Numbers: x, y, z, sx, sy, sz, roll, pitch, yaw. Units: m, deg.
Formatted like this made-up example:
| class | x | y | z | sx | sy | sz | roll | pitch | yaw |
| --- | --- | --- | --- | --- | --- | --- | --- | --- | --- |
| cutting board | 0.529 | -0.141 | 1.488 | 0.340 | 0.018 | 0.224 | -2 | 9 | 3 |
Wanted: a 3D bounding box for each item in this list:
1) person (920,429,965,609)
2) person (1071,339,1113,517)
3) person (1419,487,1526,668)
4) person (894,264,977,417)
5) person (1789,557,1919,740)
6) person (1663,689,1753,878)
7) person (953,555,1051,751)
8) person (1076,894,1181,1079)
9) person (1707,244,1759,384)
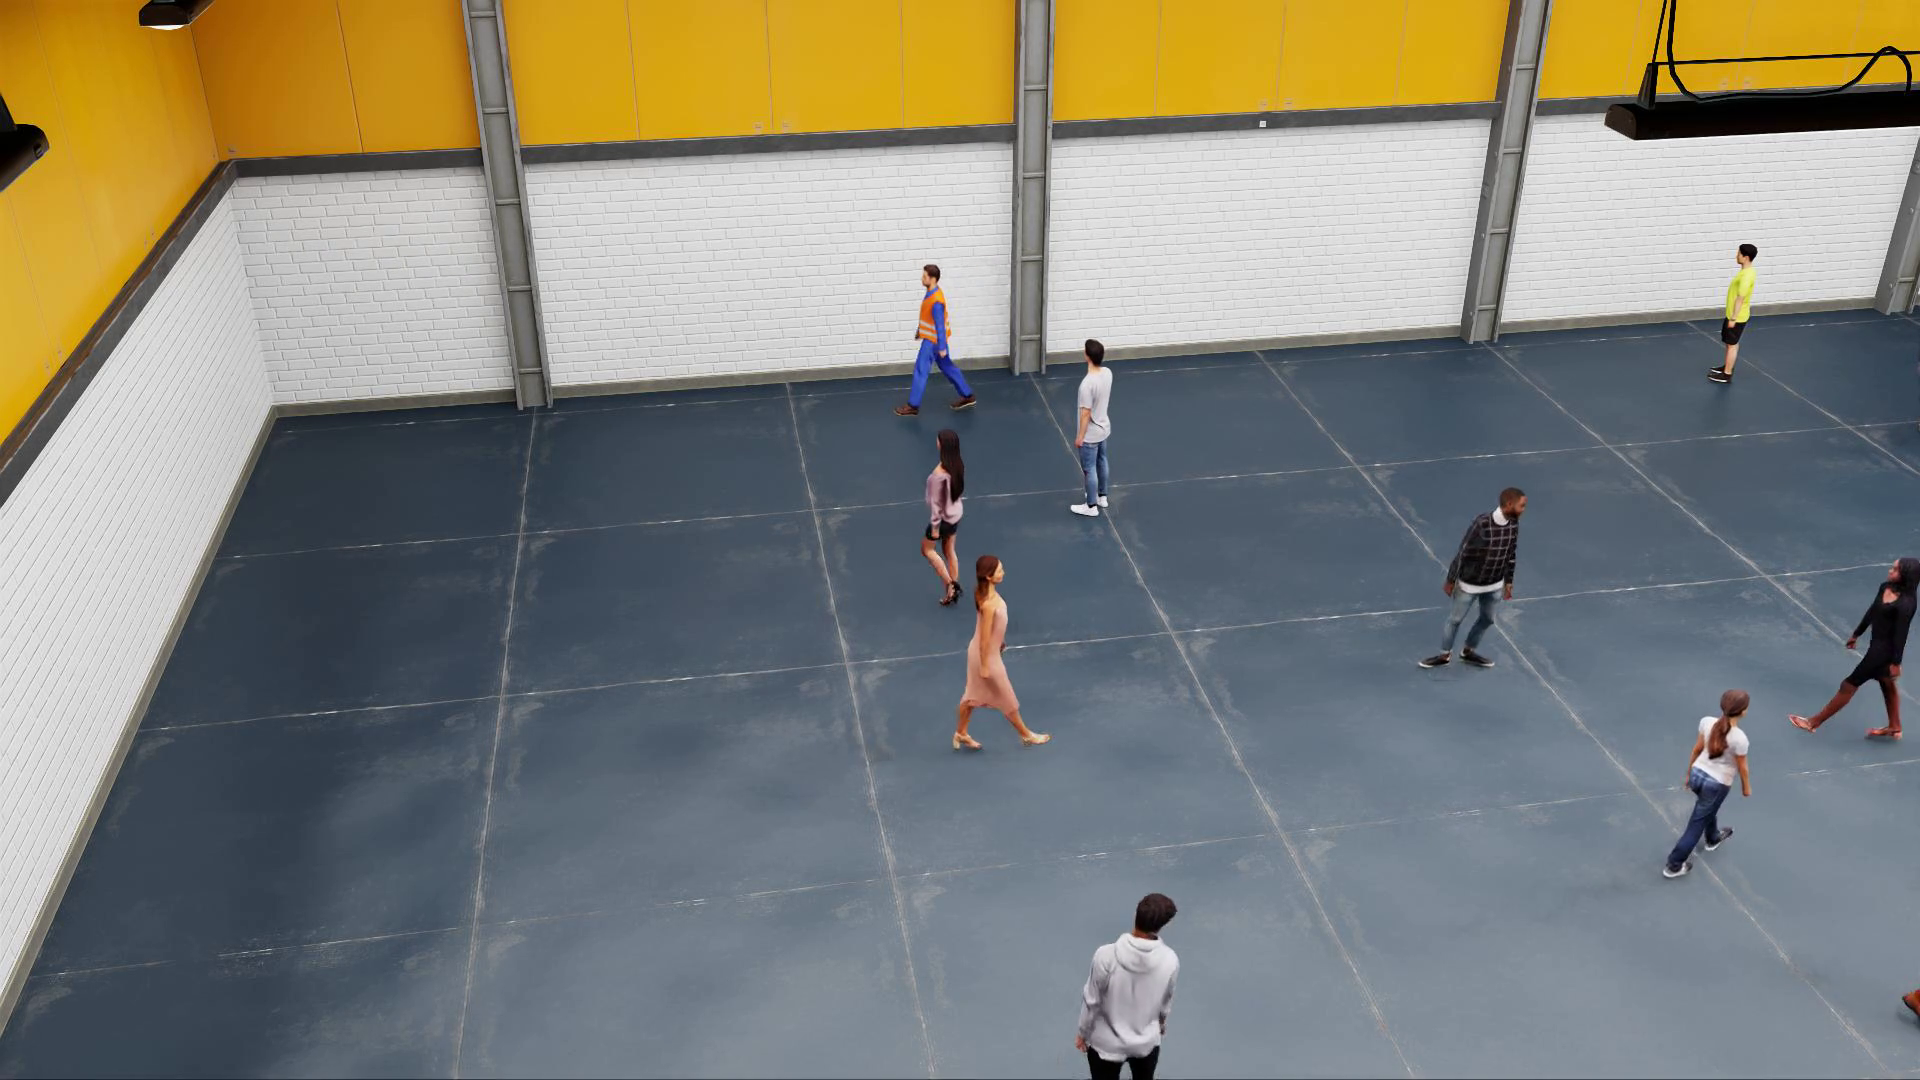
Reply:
| class | x | y | z | sx | sy | sz | roll | pitch | yaw |
| --- | --- | --- | --- | --- | --- | --- | --- | --- | --- |
| person | -0.045 | -0.154 | 15.255 | 0.819 | 1.802 | 0.768 | 15 | 32 | 26 |
| person | 1.367 | -1.156 | 17.005 | 0.796 | 1.886 | 0.745 | 17 | 33 | 28 |
| person | 4.418 | 0.333 | 14.369 | 0.504 | 1.796 | 0.913 | -2 | 29 | -3 |
| person | -0.198 | -2.291 | 19.151 | 1.223 | 1.823 | 0.753 | -3 | 29 | -5 |
| person | 7.529 | 0.924 | 13.415 | 1.231 | 1.672 | 0.916 | 5 | 29 | 9 |
| person | 5.355 | 1.784 | 11.991 | 1.022 | 1.526 | 0.694 | -12 | 31 | -21 |
| person | 0.117 | 0.938 | 13.254 | 1.035 | 1.802 | 0.685 | -2 | 29 | -3 |
| person | 0.906 | 2.882 | 9.578 | 0.494 | 1.909 | 0.933 | -11 | 31 | -20 |
| person | 9.414 | -2.753 | 20.121 | 0.710 | 1.705 | 0.688 | 12 | 31 | 21 |
